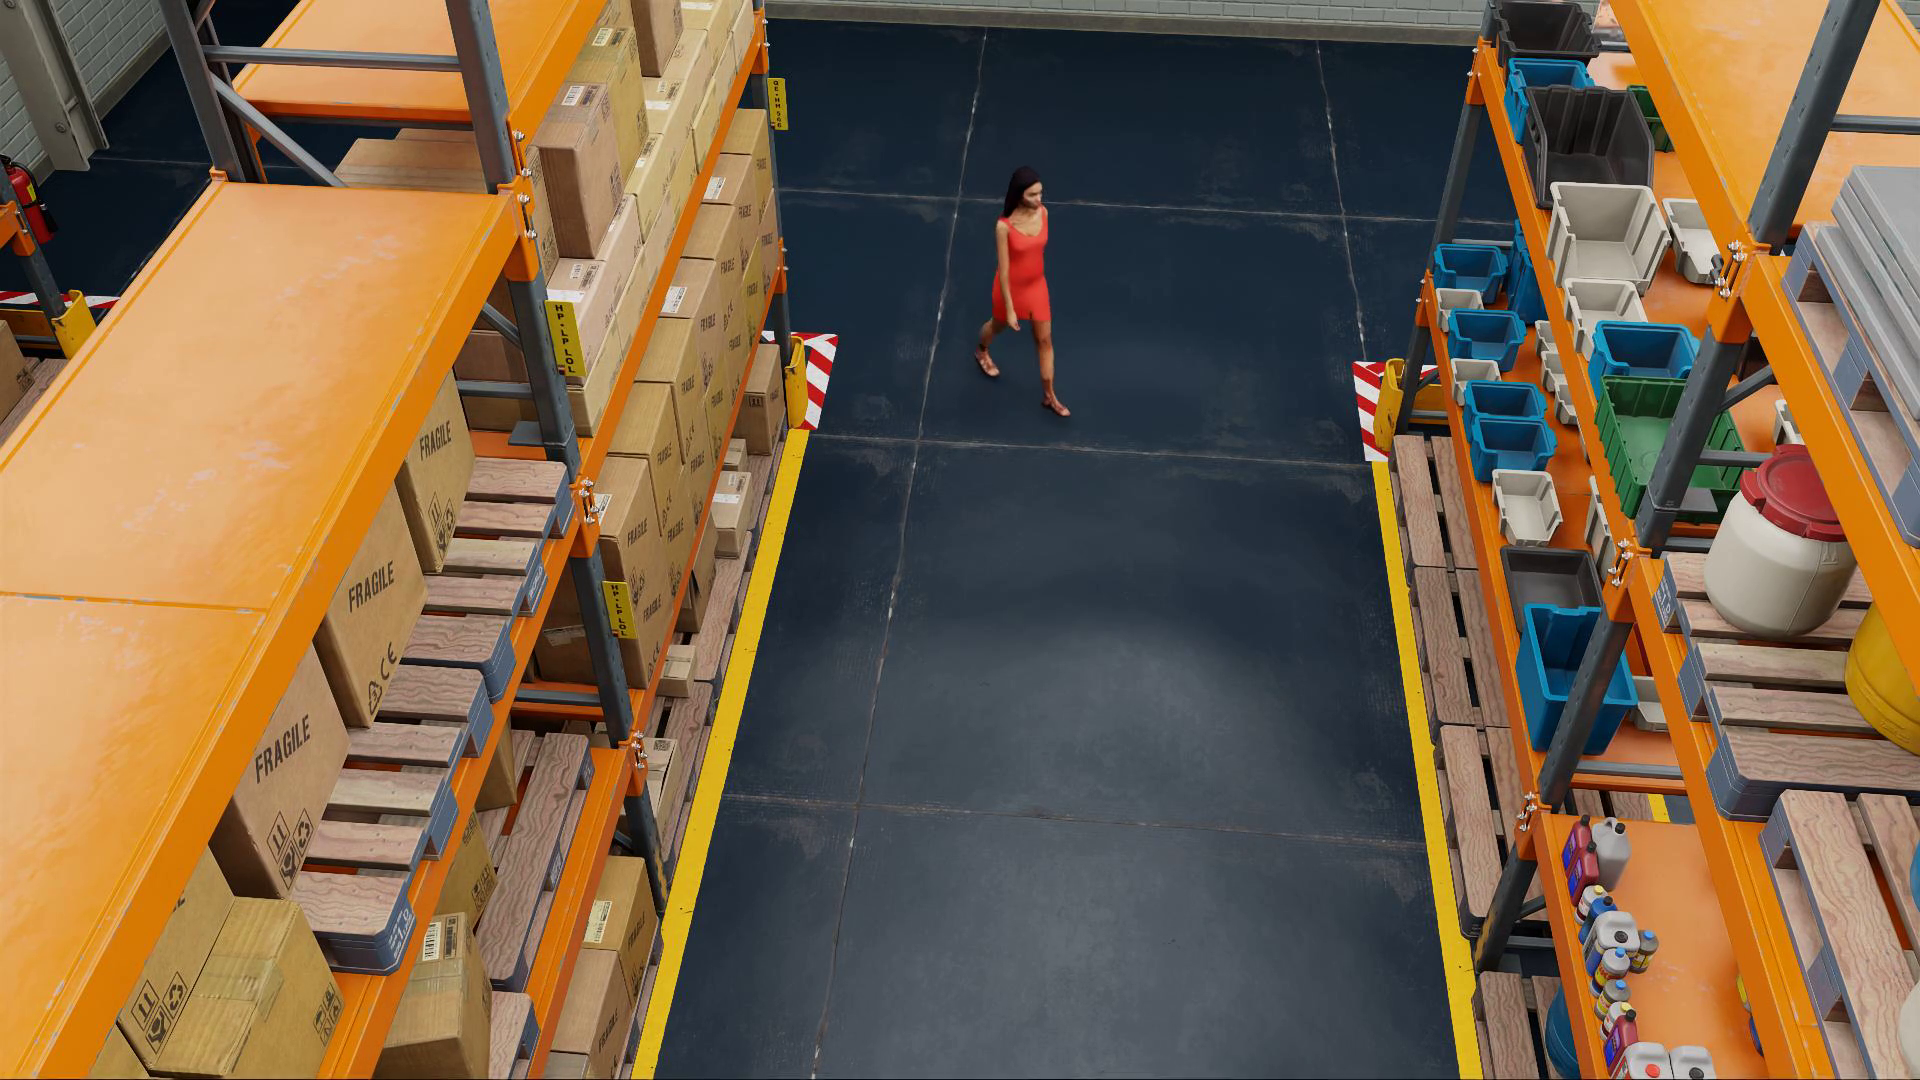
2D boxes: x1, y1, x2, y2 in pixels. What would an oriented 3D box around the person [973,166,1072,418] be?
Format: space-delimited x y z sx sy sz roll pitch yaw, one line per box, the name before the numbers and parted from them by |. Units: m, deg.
person | 0.318 -1.639 10.737 1.060 1.676 1.179 -26 49 -25
